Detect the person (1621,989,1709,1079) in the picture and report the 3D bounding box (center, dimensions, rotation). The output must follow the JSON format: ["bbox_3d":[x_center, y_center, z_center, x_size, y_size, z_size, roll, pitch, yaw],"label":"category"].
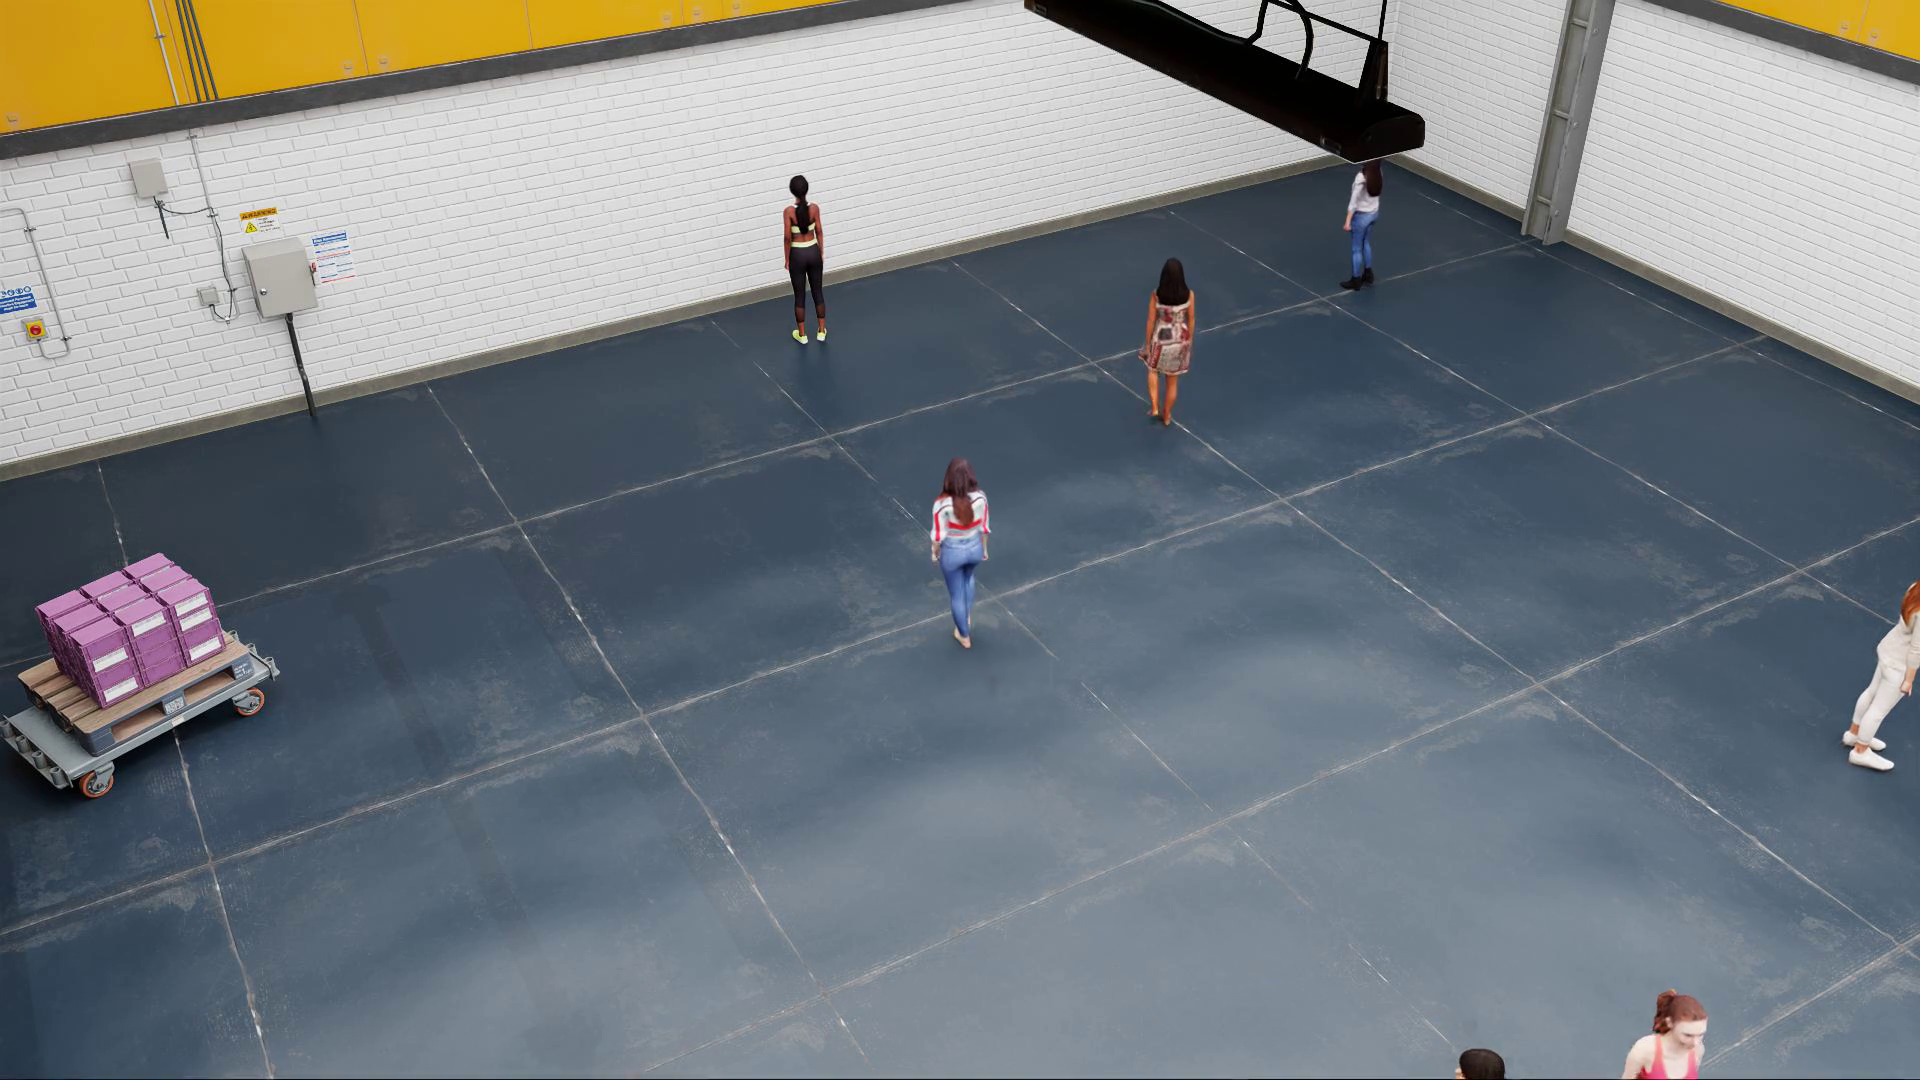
[{"bbox_3d":[3.371,2.827,8.271,0.680,1.742,0.793,-6,34,-9],"label":"person"}]

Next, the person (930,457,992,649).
[{"bbox_3d":[0.040,0.132,12.448,0.653,1.606,0.670,-12,36,-18],"label":"person"}]

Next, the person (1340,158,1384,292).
[{"bbox_3d":[4.365,-3.456,17.827,0.630,1.628,0.686,28,43,35],"label":"person"}]

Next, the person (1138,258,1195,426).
[{"bbox_3d":[1.934,-1.780,15.296,0.777,1.637,0.804,1,34,2],"label":"person"}]

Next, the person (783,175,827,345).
[{"bbox_3d":[-1.556,-2.822,16.757,0.602,1.755,0.569,-10,35,-15],"label":"person"}]

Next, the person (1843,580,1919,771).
[{"bbox_3d":[6.394,0.807,11.340,0.714,1.709,0.655,9,35,13],"label":"person"}]
